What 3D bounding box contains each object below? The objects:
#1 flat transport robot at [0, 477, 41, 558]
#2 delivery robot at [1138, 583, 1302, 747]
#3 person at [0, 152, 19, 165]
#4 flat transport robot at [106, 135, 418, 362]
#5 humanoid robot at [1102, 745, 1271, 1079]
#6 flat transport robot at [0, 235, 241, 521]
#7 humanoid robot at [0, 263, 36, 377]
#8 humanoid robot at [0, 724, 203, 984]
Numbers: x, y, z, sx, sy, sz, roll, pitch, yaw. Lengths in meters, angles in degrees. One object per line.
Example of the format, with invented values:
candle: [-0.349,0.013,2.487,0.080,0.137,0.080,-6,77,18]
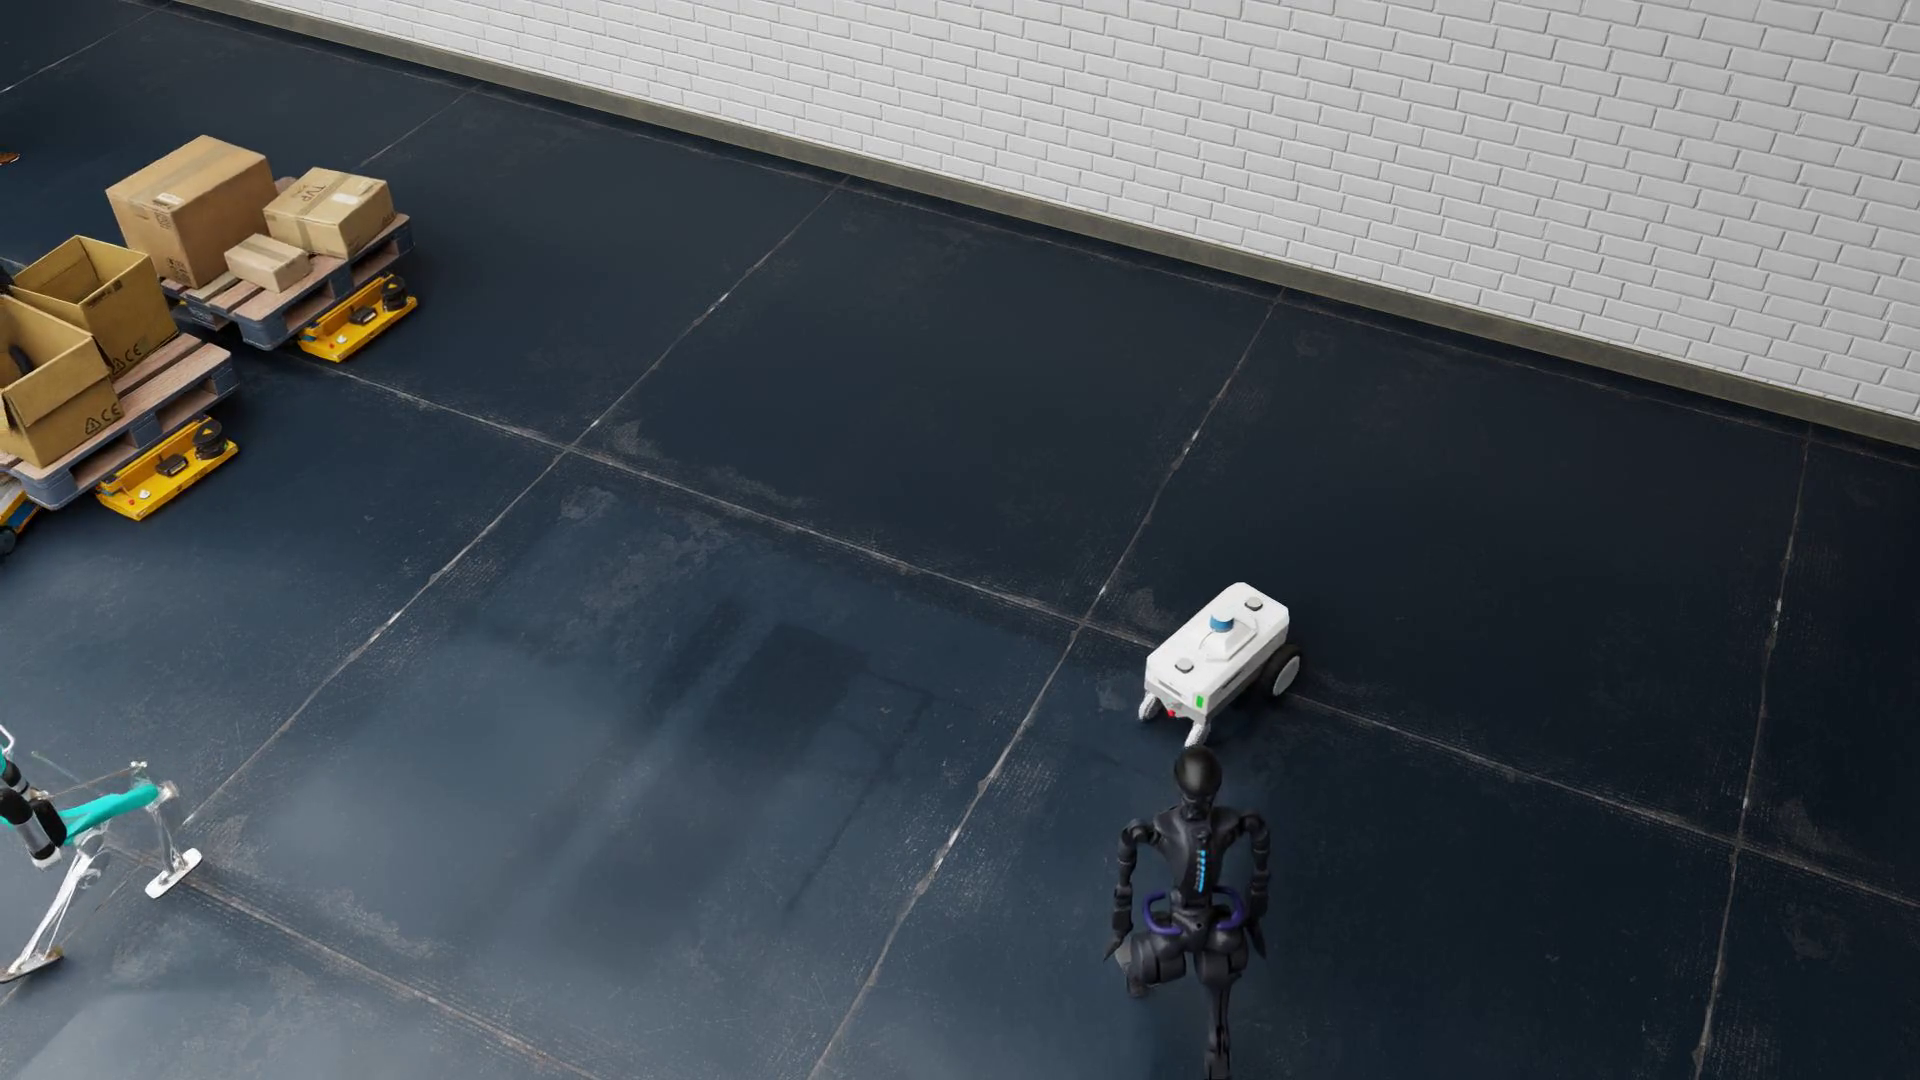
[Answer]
flat transport robot: [-5.018,-0.264,8.540,0.659,0.231,1.431,6,43,7]
delivery robot: [1.167,0.528,7.485,0.499,0.608,0.797,32,52,30]
person: [-6.564,-3.181,10.680,0.499,1.636,0.282,31,51,29]
flat transport robot: [-3.991,-1.484,9.857,1.431,0.231,0.659,21,47,21]
humanoid robot: [0.801,1.353,5.812,0.588,1.589,0.881,-5,43,-5]
flat transport robot: [-4.624,-0.578,8.879,1.431,0.231,0.659,22,47,22]
humanoid robot: [-4.954,-1.090,8.395,0.315,1.646,0.602,14,45,14]
humanoid robot: [-3.379,0.911,6.227,0.546,1.759,1.049,31,51,29]
